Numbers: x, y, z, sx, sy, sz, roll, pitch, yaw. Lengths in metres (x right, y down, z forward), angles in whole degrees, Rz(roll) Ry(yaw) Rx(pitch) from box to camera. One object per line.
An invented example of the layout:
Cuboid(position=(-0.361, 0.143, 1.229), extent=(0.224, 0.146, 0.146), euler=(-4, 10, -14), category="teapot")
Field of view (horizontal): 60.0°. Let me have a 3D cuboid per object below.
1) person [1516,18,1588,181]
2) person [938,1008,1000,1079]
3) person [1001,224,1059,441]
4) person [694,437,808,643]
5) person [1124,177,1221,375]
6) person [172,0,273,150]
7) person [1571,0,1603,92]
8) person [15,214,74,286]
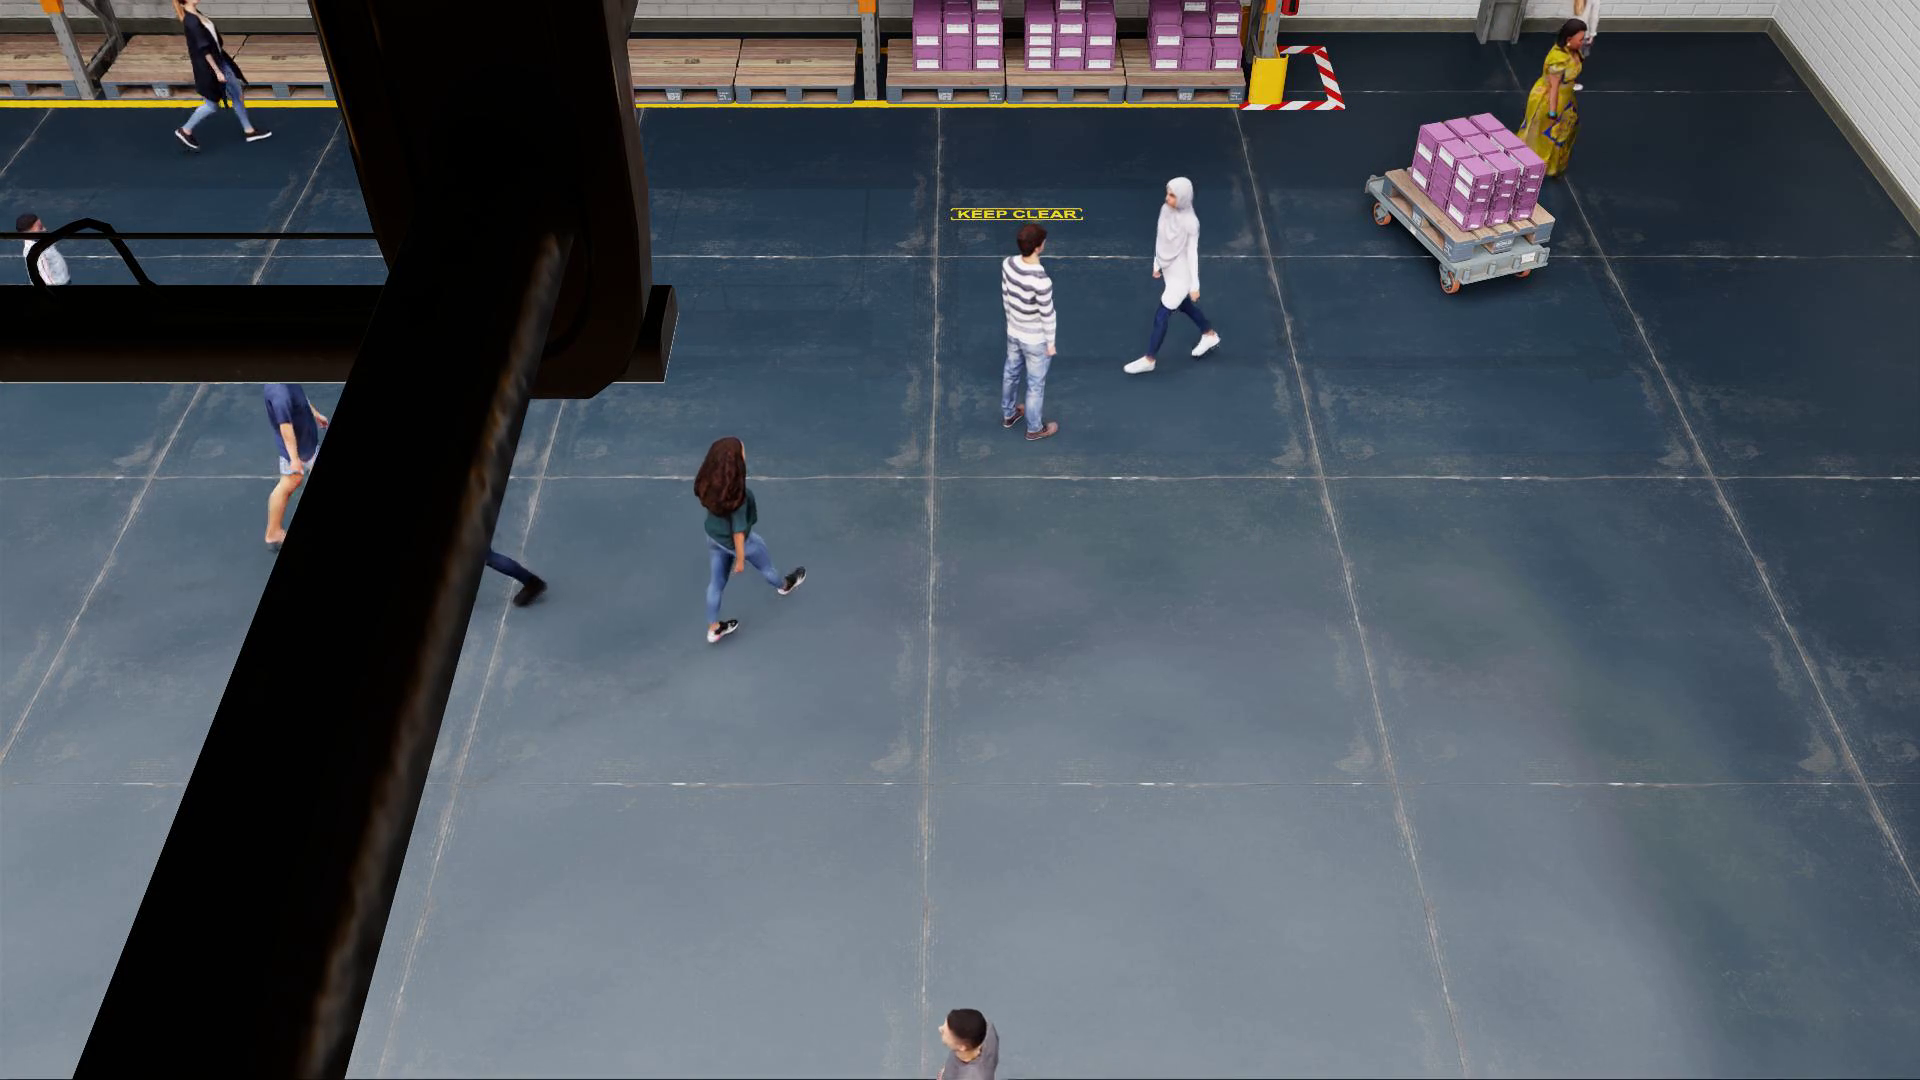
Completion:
Cuboid(position=(5.362, -4.053, 15.330), extent=(0.991, 1.641, 0.956), euler=(24, 48, 23), category="person")
Cuboid(position=(0.119, 2.787, 8.075), extent=(0.841, 1.744, 0.729), euler=(11, 45, 11), category="person")
Cuboid(position=(0.512, -1.575, 12.574), extent=(0.767, 1.854, 0.714), euler=(-33, 53, -30), category="person")
Cuboid(position=(-1.589, 0.040, 11.083), extent=(1.053, 1.573, 1.098), euler=(34, 53, 31), category="person")
Cuboid(position=(1.806, -2.101, 13.214), extent=(1.190, 1.735, 0.915), euler=(-17, 46, -17), category="person")
Cuboid(position=(-7.177, -4.441, 15.727), extent=(1.126, 1.655, 0.799), euler=(-11, 45, -11), category="person")
Cuboid(position=(6.231, -5.152, 16.752), extent=(0.615, 1.272, 0.590), euler=(-14, 45, -14), category="person")
Cuboid(position=(-7.437, -2.095, 13.562), extent=(0.885, 1.245, 0.643), euler=(-13, 45, -13), category="person")
